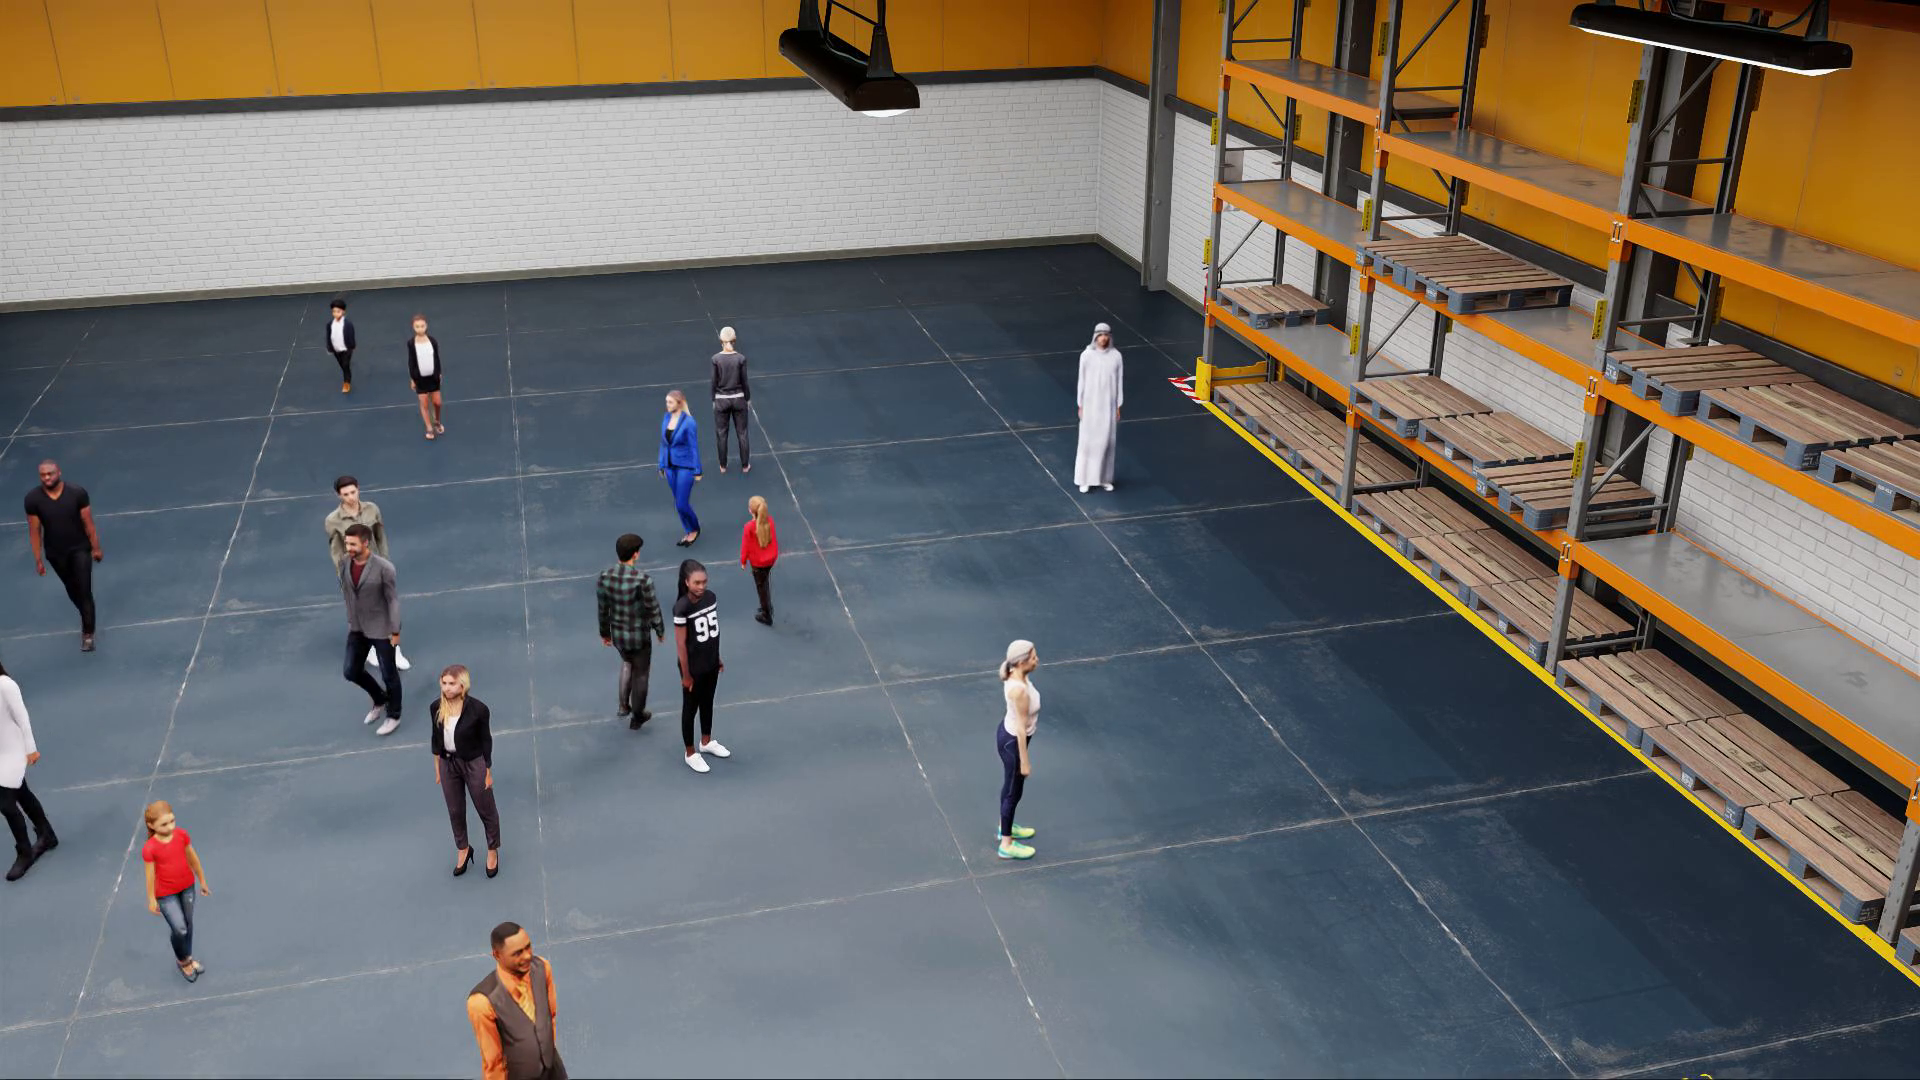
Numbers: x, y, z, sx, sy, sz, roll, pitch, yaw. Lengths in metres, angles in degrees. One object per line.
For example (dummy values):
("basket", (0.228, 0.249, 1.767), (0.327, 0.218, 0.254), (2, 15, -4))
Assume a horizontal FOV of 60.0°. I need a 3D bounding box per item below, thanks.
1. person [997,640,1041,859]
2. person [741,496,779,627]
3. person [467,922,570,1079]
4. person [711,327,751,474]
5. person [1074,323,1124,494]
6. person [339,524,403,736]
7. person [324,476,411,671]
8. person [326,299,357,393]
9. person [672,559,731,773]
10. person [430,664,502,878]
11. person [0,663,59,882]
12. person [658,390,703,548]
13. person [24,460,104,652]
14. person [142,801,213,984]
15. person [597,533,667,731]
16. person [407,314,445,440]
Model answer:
("person", (0.393, 1.495, 12.048), (0.704, 1.702, 0.551), (0, 24, 0))
("person", (-1.817, 0.205, 15.532), (0.611, 1.275, 0.661), (-20, 31, -38))
("person", (-2.396, 2.799, 8.837), (1.071, 1.884, 0.971), (19, 30, 37))
("person", (-2.644, -1.616, 19.135), (0.620, 1.726, 0.553), (-3, 24, -8))
("person", (1.558, -1.492, 18.602), (0.706, 1.926, 0.658), (-3, 24, -8))
("person", (-4.787, 0.690, 13.687), (0.820, 1.865, 0.837), (7, 25, 17))
("person", (-5.338, 0.263, 14.692), (0.878, 1.842, 0.940), (-20, 31, -38))
("person", (-8.180, -2.595, 22.025), (0.658, 1.204, 0.897), (1, 24, 2))
("person", (-2.075, 0.976, 13.198), (0.760, 1.732, 0.709), (15, 28, 30))
("person", (-3.496, 1.632, 11.772), (0.665, 1.672, 0.648), (3, 24, 6))
("person", (-6.777, 1.491, 11.948), (0.828, 1.789, 0.906), (9, 25, 20))
("person", (-2.820, -0.750, 17.206), (0.733, 1.684, 0.808), (15, 28, 31))
("person", (-8.115, 0.101, 15.156), (0.726, 1.767, 1.206), (-8, 25, -18))
("person", (-5.146, 2.251, 10.817), (0.658, 1.303, 0.602), (15, 28, 30))
("person", (-2.723, 0.783, 13.541), (0.771, 1.695, 0.773), (8, 25, 17))
("person", (-6.519, -2.005, 20.254), (0.565, 1.542, 0.614), (-9, 25, -20))
